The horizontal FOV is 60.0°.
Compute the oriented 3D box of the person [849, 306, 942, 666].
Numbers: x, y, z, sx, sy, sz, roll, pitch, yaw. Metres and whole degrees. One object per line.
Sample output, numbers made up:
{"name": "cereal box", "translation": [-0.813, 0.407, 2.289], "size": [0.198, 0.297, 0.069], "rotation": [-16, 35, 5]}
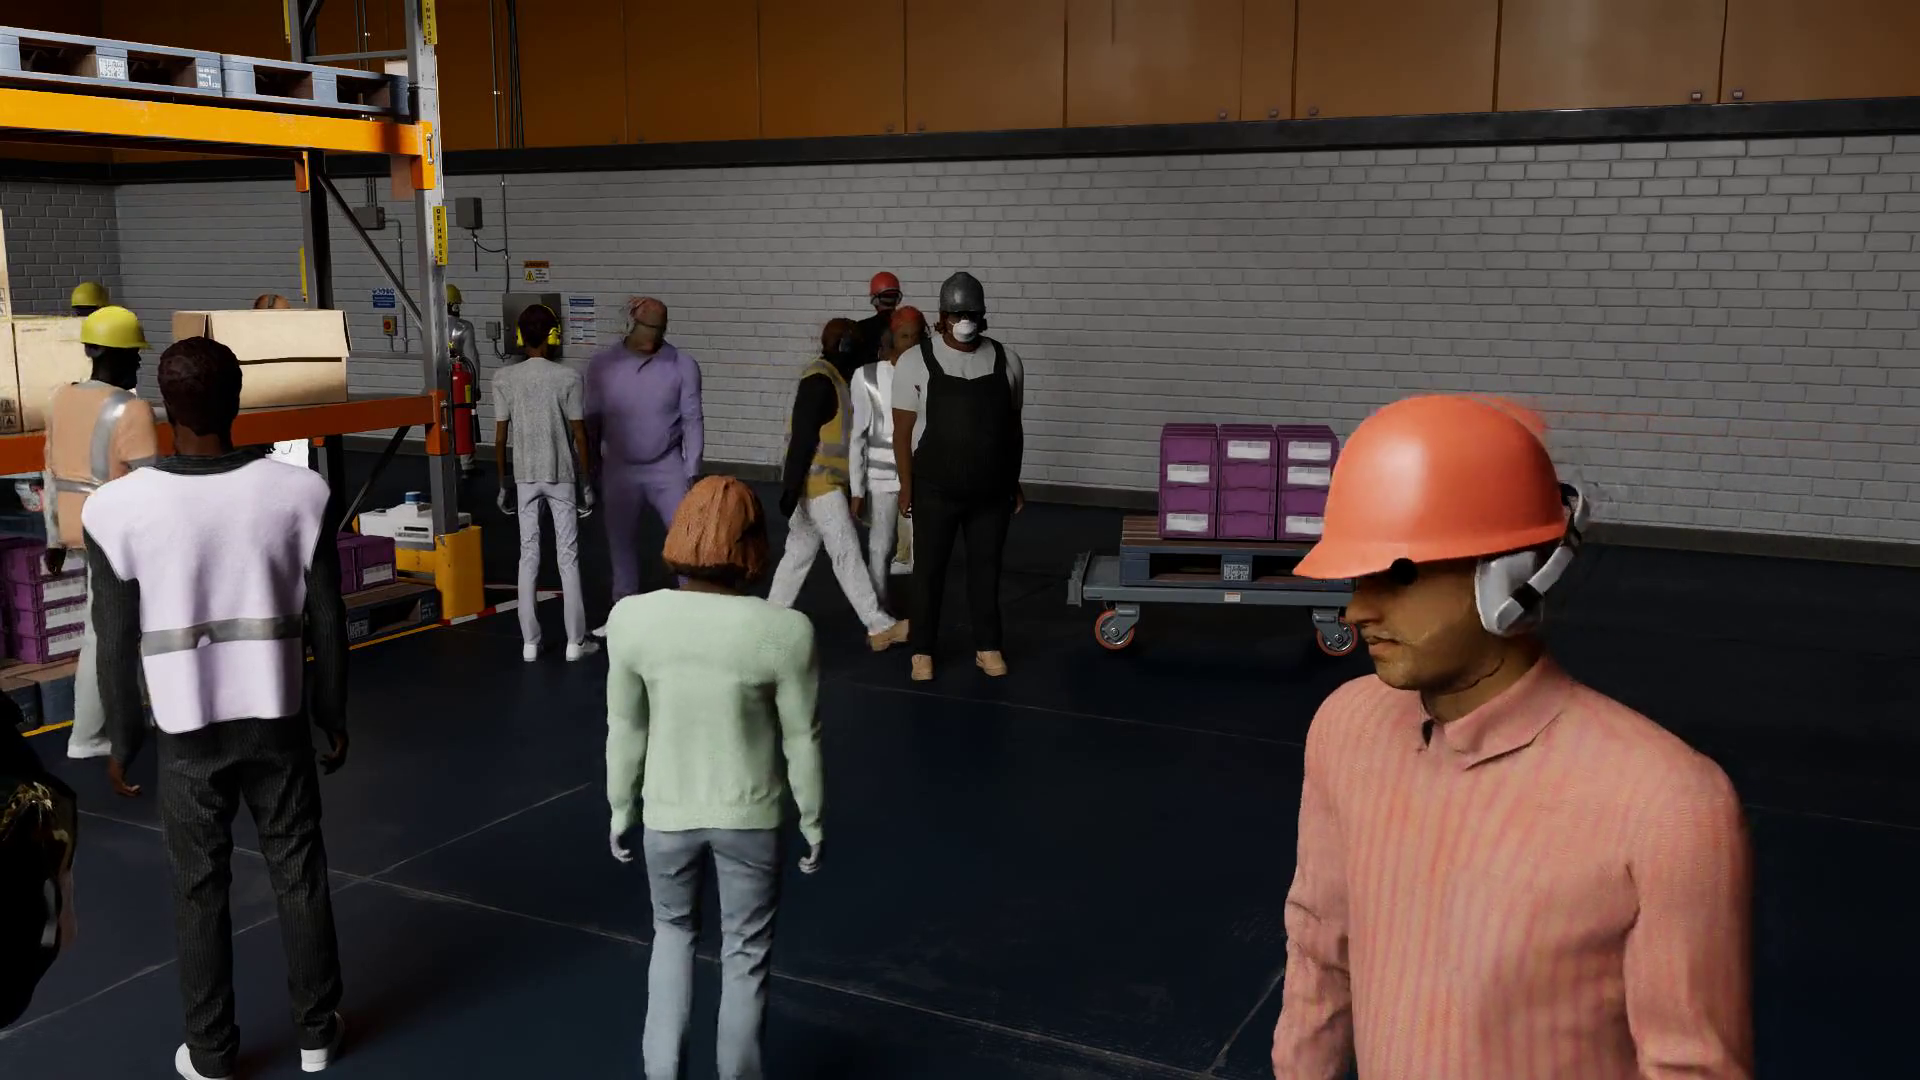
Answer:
{"name": "person", "translation": [-0.305, -0.303, 8.796], "size": [0.589, 1.880, 0.644], "rotation": [-1, 10, -8]}

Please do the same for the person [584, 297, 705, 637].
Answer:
{"name": "person", "translation": [-1.704, -0.408, 9.304], "size": [0.809, 1.887, 0.500], "rotation": [-1, 10, -4]}

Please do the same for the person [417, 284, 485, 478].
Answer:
{"name": "person", "translation": [-4.791, -1.492, 15.711], "size": [0.600, 1.831, 0.404], "rotation": [2, 10, 13]}

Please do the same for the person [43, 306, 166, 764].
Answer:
{"name": "person", "translation": [-3.530, -0.041, 7.121], "size": [0.612, 1.890, 0.871], "rotation": [6, 11, 29]}

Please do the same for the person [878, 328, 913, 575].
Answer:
{"name": "person", "translation": [-0.422, -0.588, 11.048], "size": [0.286, 1.636, 0.497], "rotation": [1, 10, 6]}

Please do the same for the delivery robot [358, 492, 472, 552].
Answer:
{"name": "delivery robot", "translation": [-3.580, -0.074, 10.931], "size": [0.707, 0.478, 0.477], "rotation": [3, 10, 16]}

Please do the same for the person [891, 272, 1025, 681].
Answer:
{"name": "person", "translation": [0.020, -0.310, 8.269], "size": [0.688, 2.000, 0.535], "rotation": [-3, 10, -15]}

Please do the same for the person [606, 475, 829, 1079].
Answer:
{"name": "person", "translation": [-0.564, 0.656, 3.870], "size": [0.531, 1.620, 0.370], "rotation": [1, 10, 7]}

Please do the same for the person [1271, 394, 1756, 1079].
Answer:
{"name": "person", "translation": [0.617, 0.808, 1.993], "size": [0.494, 1.968, 0.649], "rotation": [-5, 11, -26]}

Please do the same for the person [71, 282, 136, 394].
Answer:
{"name": "person", "translation": [-5.903, -0.794, 11.412], "size": [0.586, 1.926, 0.387], "rotation": [3, 10, 14]}

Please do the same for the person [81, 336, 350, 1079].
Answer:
{"name": "person", "translation": [-1.844, 0.452, 4.203], "size": [0.589, 1.922, 0.392], "rotation": [-6, 11, -29]}

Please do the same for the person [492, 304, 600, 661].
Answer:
{"name": "person", "translation": [-2.160, -0.290, 8.669], "size": [0.521, 1.865, 0.328], "rotation": [0, 10, 1]}

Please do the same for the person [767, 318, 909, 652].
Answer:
{"name": "person", "translation": [-0.660, -0.272, 8.814], "size": [0.921, 1.779, 0.693], "rotation": [0, 10, 0]}

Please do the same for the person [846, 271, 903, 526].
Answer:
{"name": "person", "translation": [-0.576, -1.078, 12.889], "size": [0.641, 1.976, 0.428], "rotation": [-5, 11, -29]}

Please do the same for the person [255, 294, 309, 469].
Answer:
{"name": "person", "translation": [-4.717, -0.778, 11.550], "size": [0.429, 1.846, 0.622], "rotation": [-1, 10, -4]}
